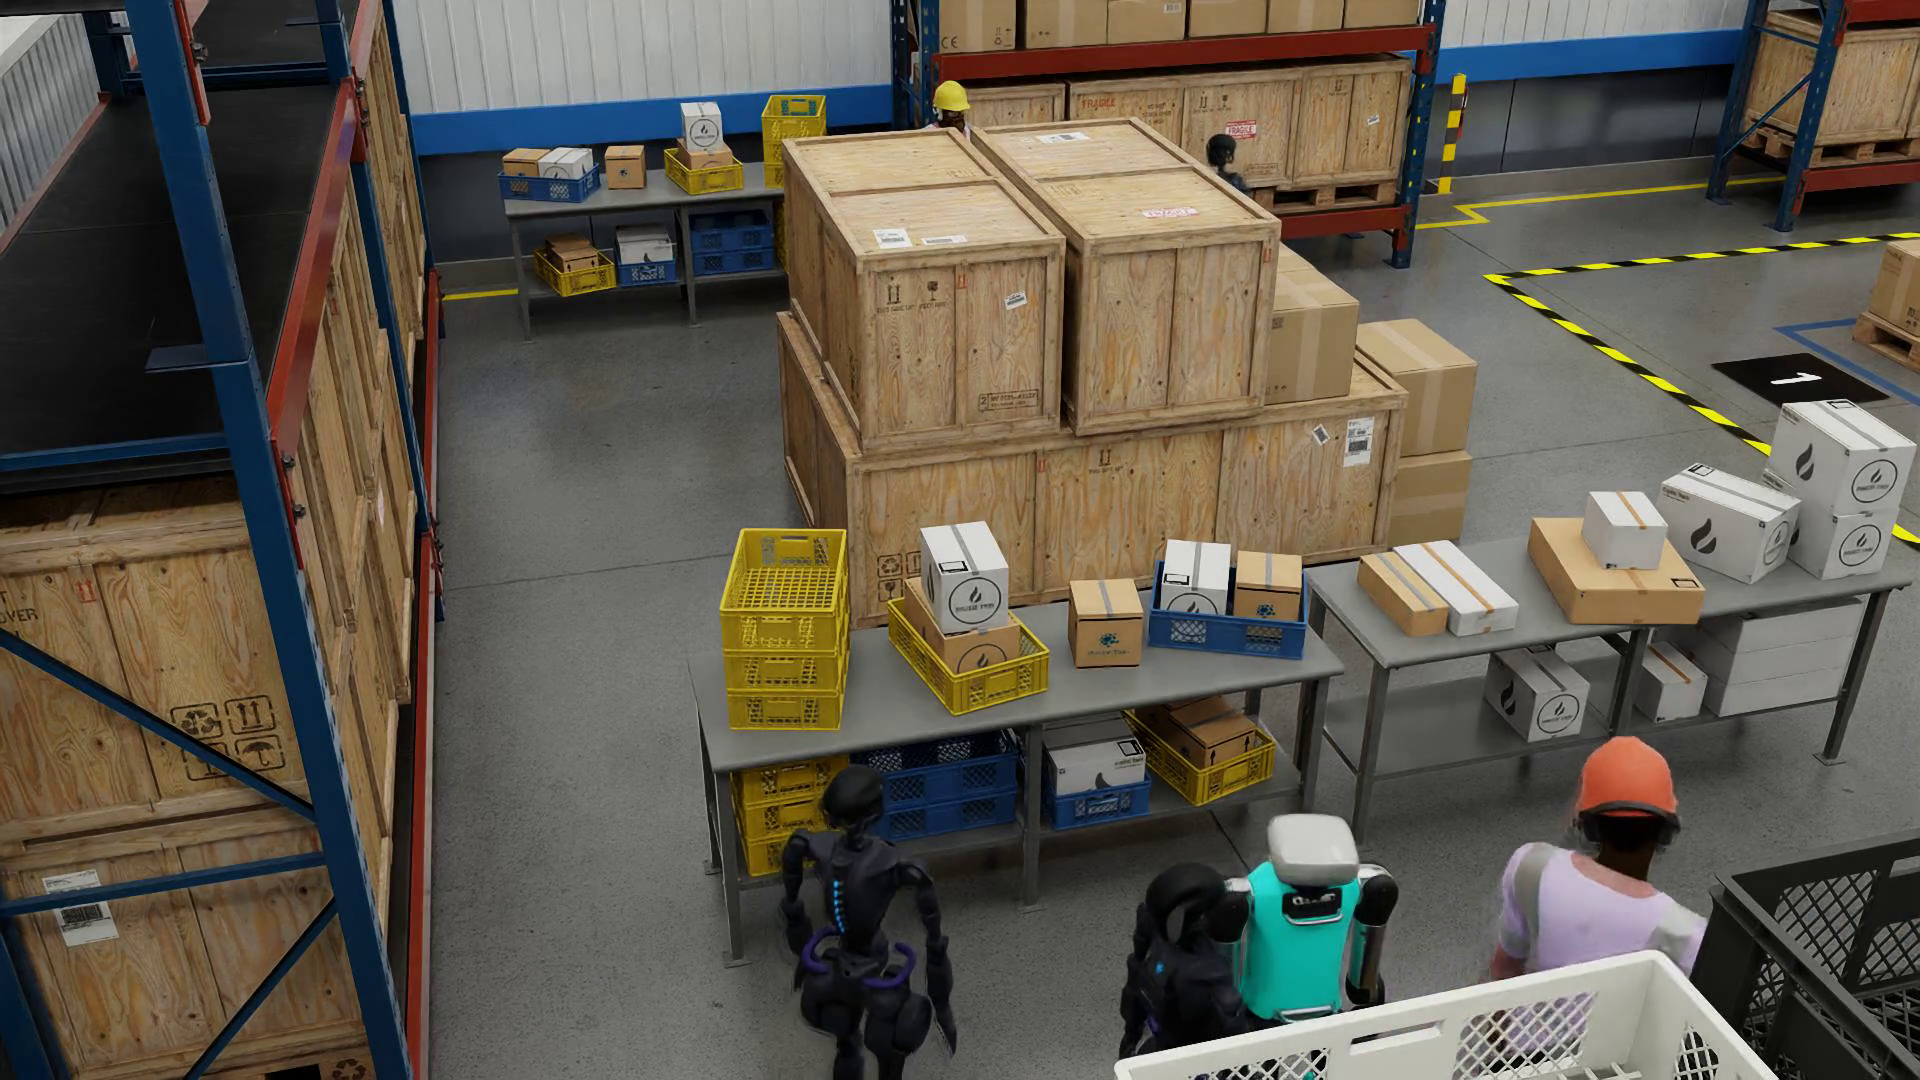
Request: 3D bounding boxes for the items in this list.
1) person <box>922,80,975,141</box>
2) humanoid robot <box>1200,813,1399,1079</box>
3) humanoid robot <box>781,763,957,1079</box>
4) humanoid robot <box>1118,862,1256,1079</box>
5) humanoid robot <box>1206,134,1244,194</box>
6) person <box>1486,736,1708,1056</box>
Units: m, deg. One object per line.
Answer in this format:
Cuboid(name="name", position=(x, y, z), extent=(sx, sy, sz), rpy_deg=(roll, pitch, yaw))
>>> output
Cuboid(name="person", position=(-0.072, -2.297, 11.662), extent=(0.586, 1.834, 0.404), rpy_deg=(-23, 36, -35))
Cuboid(name="humanoid robot", position=(0.963, 1.610, 4.591), extent=(0.531, 1.709, 0.727), rpy_deg=(-5, 29, -8))
Cuboid(name="humanoid robot", position=(-0.272, 1.366, 5.169), extent=(0.584, 1.649, 0.414), rpy_deg=(11, 31, 19))
Cuboid(name="humanoid robot", position=(0.682, 1.561, 4.831), extent=(0.382, 1.649, 0.612), rpy_deg=(-13, 32, -23))
Cuboid(name="humanoid robot", position=(1.728, -1.830, 11.031), extent=(0.648, 1.637, 0.615), rpy_deg=(-23, 36, -35))
Cuboid(name="person", position=(1.714, 1.485, 4.642), extent=(0.723, 1.994, 0.653), rpy_deg=(-24, 37, -36))
